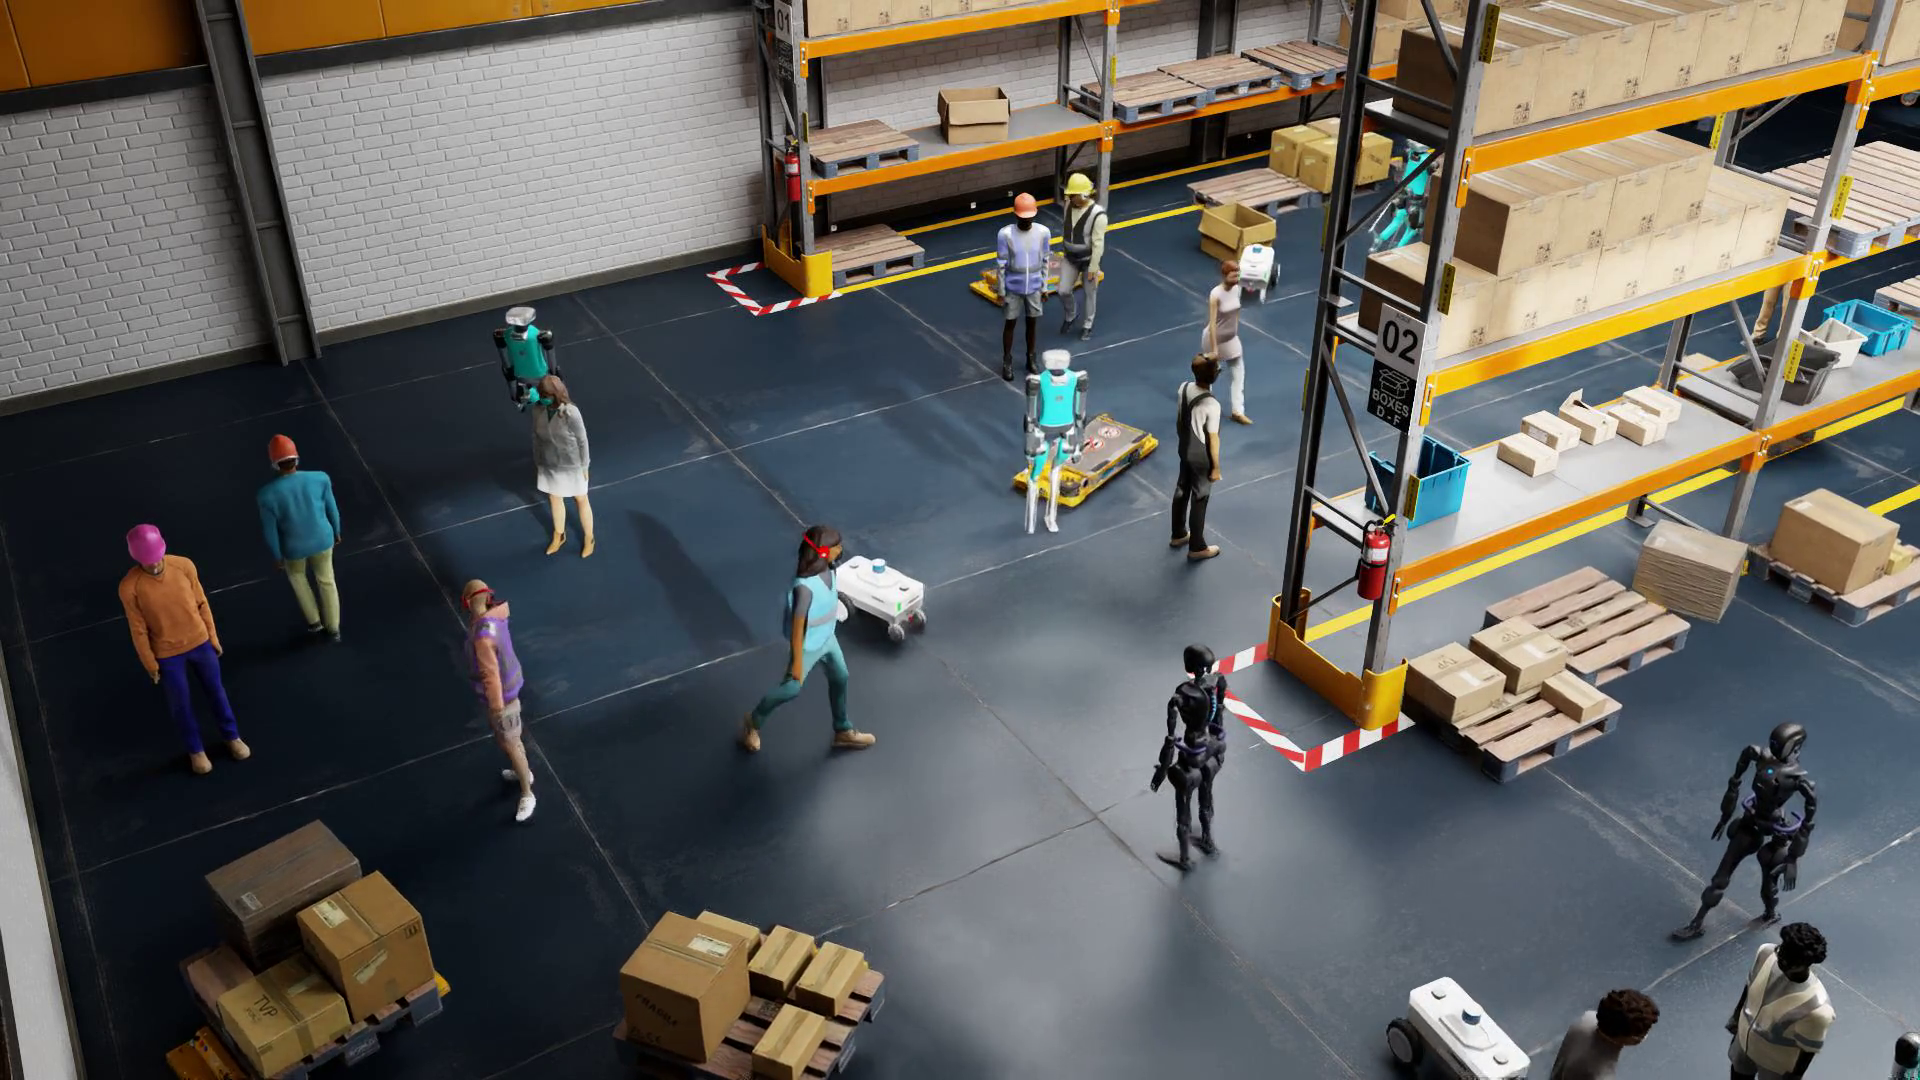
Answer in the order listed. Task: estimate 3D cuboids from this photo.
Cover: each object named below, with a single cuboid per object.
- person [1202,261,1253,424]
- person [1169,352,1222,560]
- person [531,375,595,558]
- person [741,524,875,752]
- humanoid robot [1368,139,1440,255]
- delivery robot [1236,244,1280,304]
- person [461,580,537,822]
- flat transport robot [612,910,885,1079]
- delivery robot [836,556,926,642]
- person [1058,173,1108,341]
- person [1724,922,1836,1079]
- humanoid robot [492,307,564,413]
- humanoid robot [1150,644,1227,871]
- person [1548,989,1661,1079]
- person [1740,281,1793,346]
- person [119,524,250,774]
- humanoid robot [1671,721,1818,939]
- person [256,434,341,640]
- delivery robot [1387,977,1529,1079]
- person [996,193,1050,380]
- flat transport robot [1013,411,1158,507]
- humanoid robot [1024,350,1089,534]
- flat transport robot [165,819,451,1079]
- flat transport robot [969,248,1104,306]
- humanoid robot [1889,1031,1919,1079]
[{"bbox_3d":[2.536,-1.825,15.700,0.461,1.640,0.630,-21,38,-30],"label":"person"},{"bbox_3d":[1.970,-0.697,13.711,0.346,1.846,0.505,-17,36,-25],"label":"person"},{"bbox_3d":[-3.285,-0.607,13.737,0.485,1.662,0.343,8,33,12],"label":"person"},{"bbox_3d":[-1.114,0.690,11.525,0.889,1.825,0.569,11,34,17],"label":"person"},{"bbox_3d":[4.806,-3.511,18.370,0.691,1.858,0.530,-14,35,-21],"label":"humanoid robot"},{"bbox_3d":[3.309,-3.029,18.637,0.499,0.586,0.773,8,33,13],"label":"delivery robot"},{"bbox_3d":[-3.071,1.067,11.077,0.349,1.652,0.713,-7,33,-11],"label":"person"},{"bbox_3d":[-1.134,2.824,9.580,0.659,0.231,1.431,13,34,20],"label":"flat transport robot"},{"bbox_3d":[-0.652,0.416,13.148,0.774,0.592,0.499,23,39,32],"label":"delivery robot"},{"bbox_3d":[1.261,-2.930,17.305,0.563,1.808,0.488,18,36,27],"label":"person"},{"bbox_3d":[4.168,2.613,8.579,0.319,1.691,0.535,-7,33,-11],"label":"person"},{"bbox_3d":[-3.718,-1.421,15.024,0.543,1.768,1.021,4,32,6],"label":"humanoid robot"},{"bbox_3d":[1.481,1.359,10.579,0.585,1.656,0.329,-26,41,-35],"label":"humanoid robot"},{"bbox_3d":[2.895,2.806,8.116,0.874,1.862,0.586,4,32,7],"label":"person"},{"bbox_3d":[8.484,-2.743,17.066,0.334,1.744,0.562,-19,37,-27],"label":"person"},{"bbox_3d":[-5.321,0.723,11.332,0.522,1.972,0.401,-25,40,-34],"label":"person"},{"bbox_3d":[4.806,1.781,9.965,0.777,1.629,0.597,-17,36,-25],"label":"humanoid robot"},{"bbox_3d":[-5.015,-0.019,12.730,0.577,1.730,0.456,-19,37,-27],"label":"person"},{"bbox_3d":[2.816,2.812,9.310,0.499,0.572,0.747,-14,35,-21],"label":"delivery robot"},{"bbox_3d":[0.632,-2.518,16.531,0.543,1.938,0.357,-7,33,-11],"label":"person"},{"bbox_3d":[1.171,-0.757,15.292,0.659,0.231,1.431,22,38,31],"label":"flat transport robot"},{"bbox_3d":[0.757,-0.848,14.087,0.536,1.830,0.674,-5,32,-8],"label":"humanoid robot"},{"bbox_3d":[-3.777,2.773,9.662,1.431,0.231,0.659,-27,41,-36],"label":"flat transport robot"},{"bbox_3d":[0.875,-2.970,18.820,1.431,0.231,0.659,-20,37,-29],"label":"flat transport robot"},{"bbox_3d":[4.399,3.056,7.842,1.058,1.725,0.585,-19,37,-28],"label":"humanoid robot"}]
